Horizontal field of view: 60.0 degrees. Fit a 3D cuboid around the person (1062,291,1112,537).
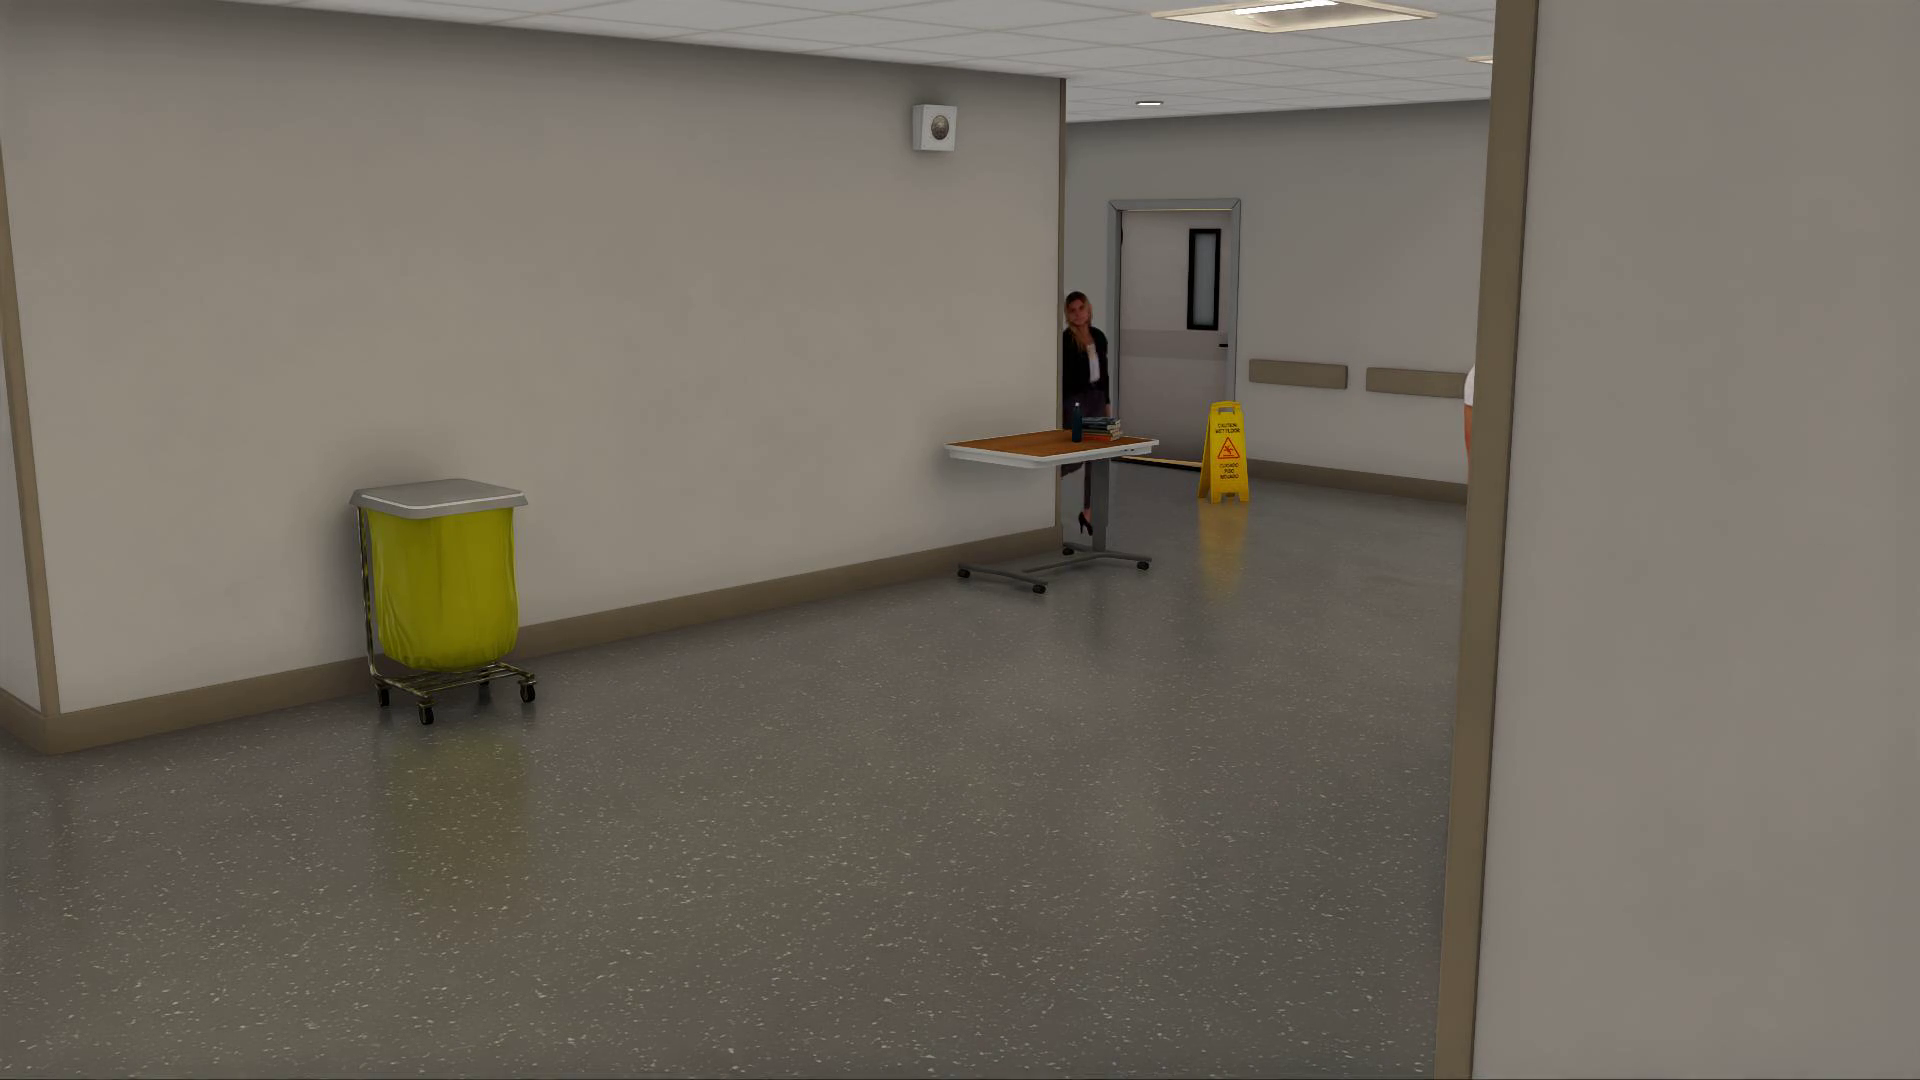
[{"bbox_3d":[0.753,-0.843,11.242,0.664,1.651,0.811,-10,14,-41],"label":"person"}]
